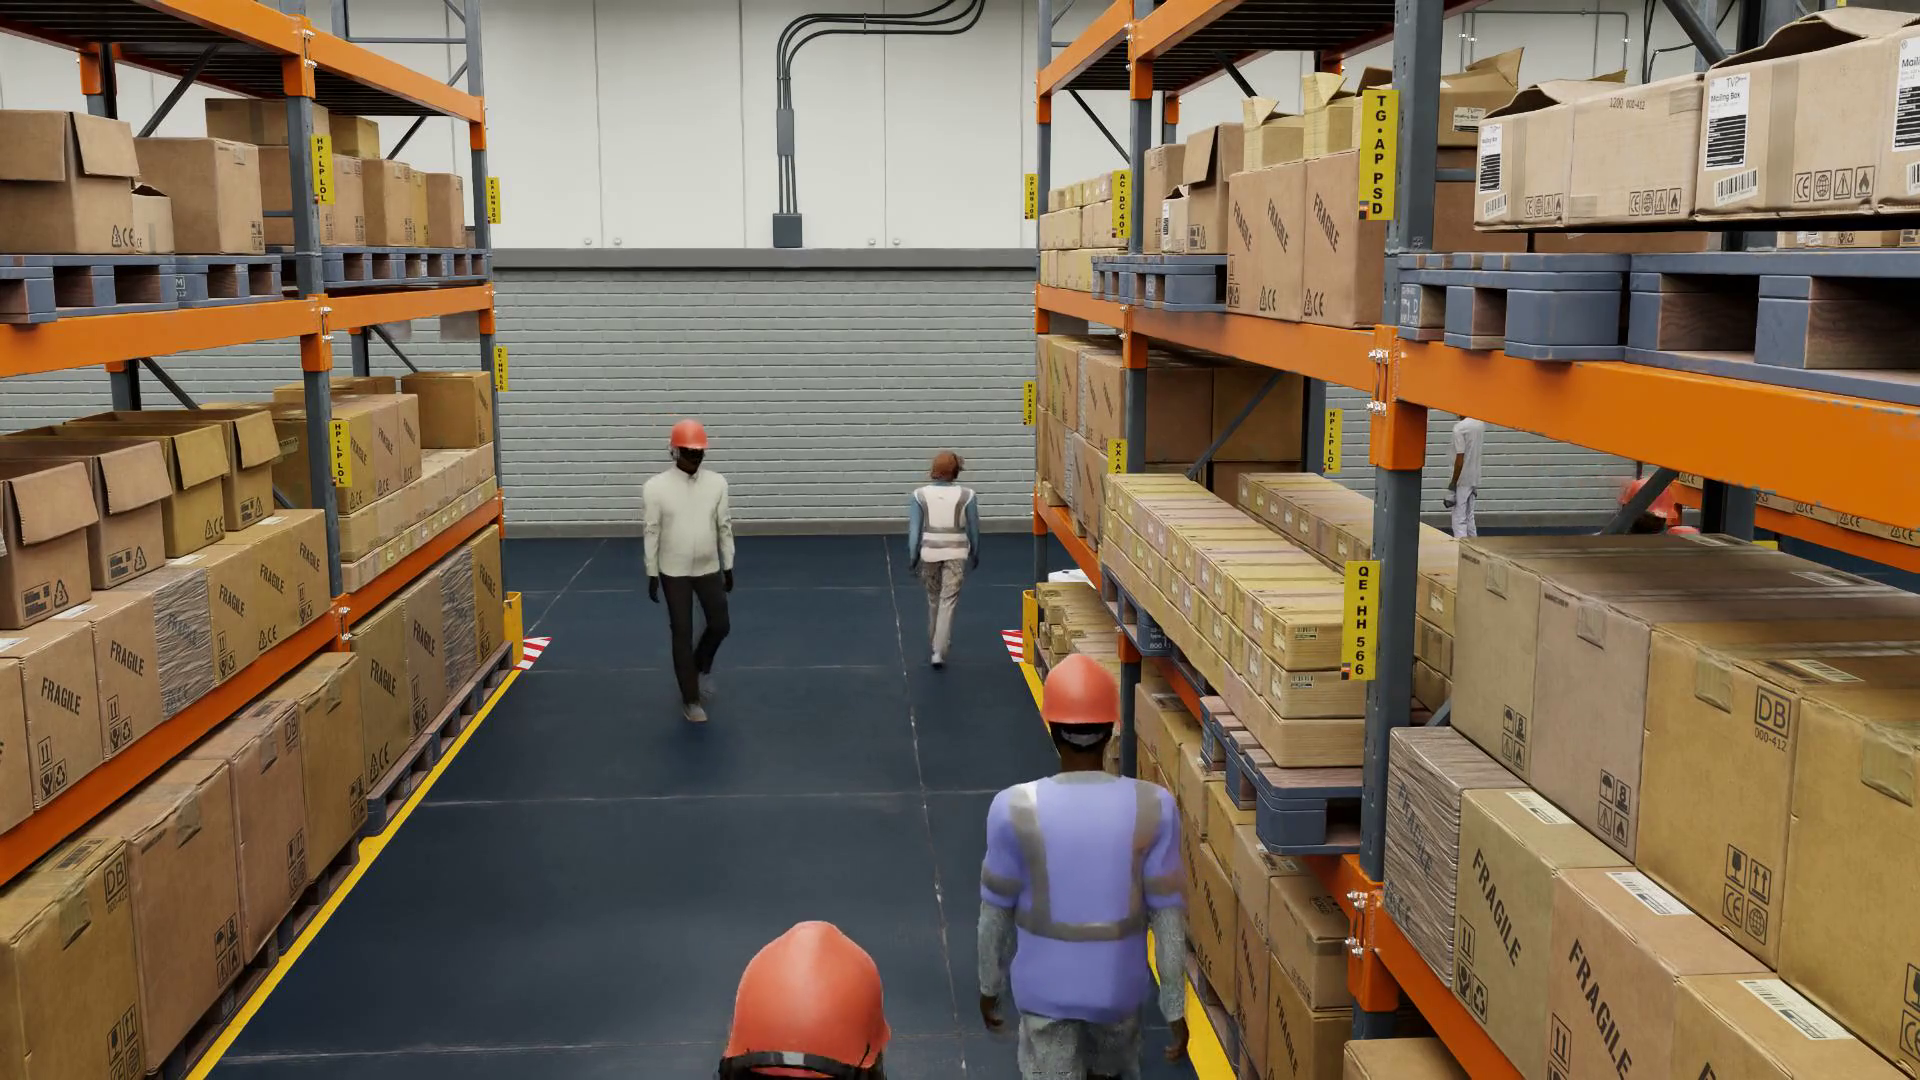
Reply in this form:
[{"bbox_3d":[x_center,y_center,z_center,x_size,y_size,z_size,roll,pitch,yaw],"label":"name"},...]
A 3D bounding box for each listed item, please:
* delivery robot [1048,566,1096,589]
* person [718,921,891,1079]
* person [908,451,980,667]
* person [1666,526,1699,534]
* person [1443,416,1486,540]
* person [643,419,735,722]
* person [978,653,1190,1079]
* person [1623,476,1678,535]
[{"bbox_3d":[1.052,0.403,13.667,0.477,0.478,0.707,-8,12,-39],"label":"delivery robot"},{"bbox_3d":[-0.240,1.576,2.767,0.640,2.000,0.983,0,10,2],"label":"person"},{"bbox_3d":[-0.122,0.133,12.486,0.526,1.594,0.840,2,10,13],"label":"person"},{"bbox_3d":[3.118,0.871,7.241,0.560,1.885,0.977,-2,10,-13],"label":"person"},{"bbox_3d":[4.636,-0.496,15.370,0.328,1.872,0.508,8,13,40],"label":"person"},{"bbox_3d":[-1.787,0.184,11.023,0.639,1.982,0.609,-5,11,-29],"label":"person"},{"bbox_3d":[0.345,1.263,4.899,0.594,1.900,0.865,-1,10,-5],"label":"person"},{"bbox_3d":[3.606,0.601,8.849,0.541,1.879,1.002,-2,10,-13],"label":"person"}]
